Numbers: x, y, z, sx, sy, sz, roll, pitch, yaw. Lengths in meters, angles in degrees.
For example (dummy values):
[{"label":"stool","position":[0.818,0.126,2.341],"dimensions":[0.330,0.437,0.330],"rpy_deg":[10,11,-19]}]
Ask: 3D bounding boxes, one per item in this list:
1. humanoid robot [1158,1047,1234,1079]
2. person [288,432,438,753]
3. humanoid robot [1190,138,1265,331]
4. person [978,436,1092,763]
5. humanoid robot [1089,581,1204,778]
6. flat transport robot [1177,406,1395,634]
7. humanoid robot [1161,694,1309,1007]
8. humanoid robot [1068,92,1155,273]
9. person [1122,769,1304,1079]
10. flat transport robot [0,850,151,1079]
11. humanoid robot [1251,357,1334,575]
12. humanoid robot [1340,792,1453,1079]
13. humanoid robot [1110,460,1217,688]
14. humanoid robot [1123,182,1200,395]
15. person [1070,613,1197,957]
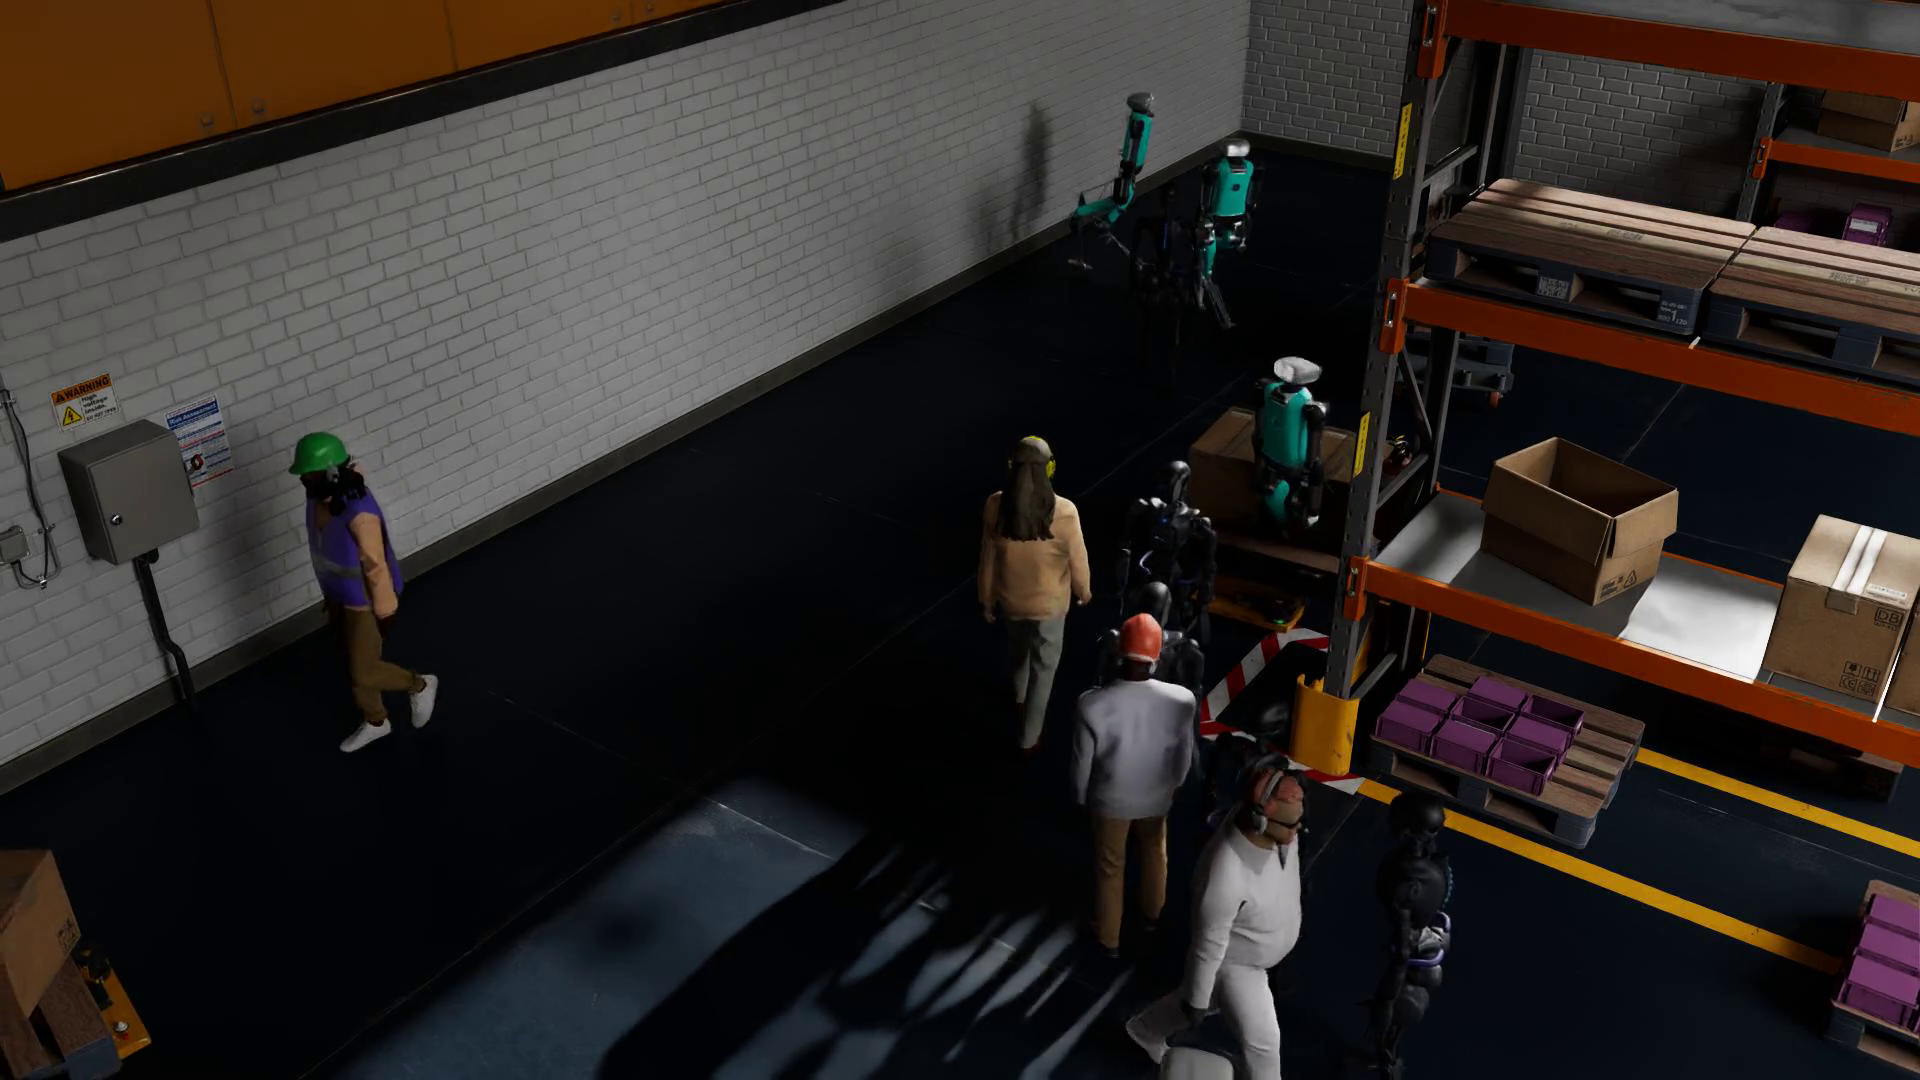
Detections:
[{"label":"humanoid robot","position":[0.680,2.504,5.261],"dimensions":[0.546,1.738,1.031],"rpy_deg":[2,30,4]},{"label":"person","position":[-3.223,0.282,8.901],"dimensions":[0.561,1.911,0.487],"rpy_deg":[22,37,33]},{"label":"humanoid robot","position":[2.168,-2.636,14.156],"dimensions":[0.530,1.728,0.977],"rpy_deg":[-7,31,-11]},{"label":"person","position":[0.397,0.280,8.970],"dimensions":[0.568,1.844,0.755],"rpy_deg":[12,32,19]},{"label":"humanoid robot","position":[0.880,0.915,8.049],"dimensions":[0.593,1.657,0.332],"rpy_deg":[4,30,8]},{"label":"flat transport robot","position":[2.075,0.130,10.815],"dimensions":[0.659,0.231,1.431],"rpy_deg":[16,34,26]},{"label":"humanoid robot","position":[1.234,1.382,7.288],"dimensions":[0.560,1.653,0.603],"rpy_deg":[-25,38,-36]},{"label":"humanoid robot","position":[1.337,-3.222,15.194],"dimensions":[1.045,1.738,0.548],"rpy_deg":[7,31,11]},{"label":"person","position":[1.082,1.614,6.643],"dimensions":[0.939,1.864,0.688],"rpy_deg":[16,34,26]},{"label":"flat transport robot","position":[-4.317,2.264,7.111],"dimensions":[1.431,0.231,0.659],"rpy_deg":[-23,37,-34]},{"label":"humanoid robot","position":[2.106,-0.292,10.156],"dimensions":[0.692,1.874,0.530],"rpy_deg":[-21,36,-32]},{"label":"humanoid robot","position":[1.774,1.700,6.691],"dimensions":[0.360,1.648,0.608],"rpy_deg":[12,32,20]},{"label":"humanoid robot","position":[1.091,0.318,9.072],"dimensions":[0.609,1.644,0.390],"rpy_deg":[15,33,25]},{"label":"humanoid robot","position":[1.601,-2.008,13.163],"dimensions":[0.611,1.621,0.701],"rpy_deg":[3,30,5]},{"label":"person","position":[0.779,1.128,7.620],"dimensions":[0.564,1.730,0.442],"rpy_deg":[-4,30,-7]}]
